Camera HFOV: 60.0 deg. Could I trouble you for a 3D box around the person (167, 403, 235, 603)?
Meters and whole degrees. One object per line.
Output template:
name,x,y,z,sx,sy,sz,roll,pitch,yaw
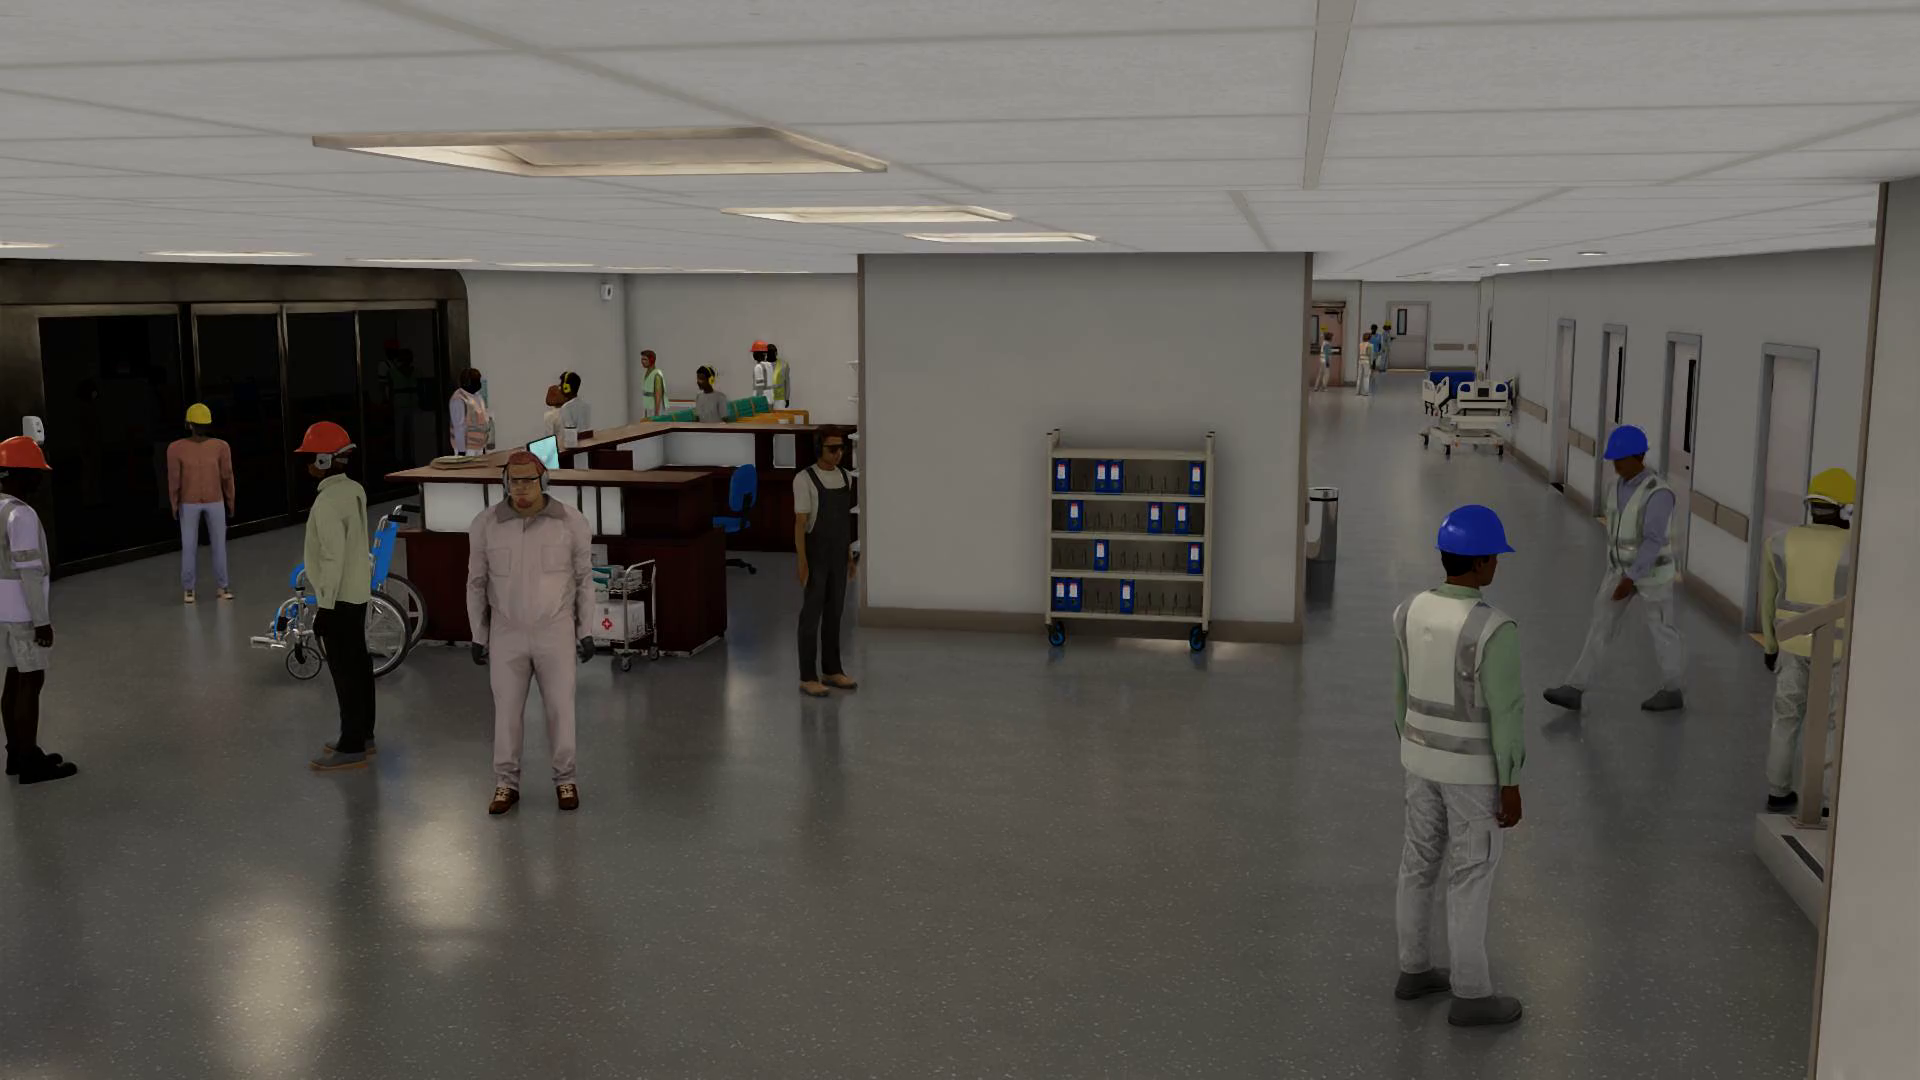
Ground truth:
person,-6.648,-0.328,14.607,0.535,1.759,0.346,-6,10,-33

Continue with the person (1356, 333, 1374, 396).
person,10.464,-4.535,42.945,0.318,1.630,0.514,-5,10,-32

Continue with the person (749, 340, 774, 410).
person,-3.151,-2.194,26.382,0.379,1.937,0.548,2,9,15

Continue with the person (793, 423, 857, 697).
person,-0.910,0.128,11.273,0.328,1.842,0.515,7,11,39

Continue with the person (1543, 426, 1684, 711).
person,4.286,0.206,10.645,1.066,1.874,0.597,-3,9,-21

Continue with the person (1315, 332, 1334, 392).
person,9.755,-4.765,44.542,0.446,1.615,0.553,1,9,9

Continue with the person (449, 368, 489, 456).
person,-5.743,-1.101,19.505,0.431,1.832,0.626,1,9,5

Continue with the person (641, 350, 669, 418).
person,-4.595,-1.940,25.054,0.387,1.837,0.560,-5,10,-30

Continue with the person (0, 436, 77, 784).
person,-5.216,0.386,9.295,0.545,1.929,0.390,8,11,41

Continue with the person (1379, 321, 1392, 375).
person,13.688,-6.162,53.390,0.347,1.733,0.479,5,10,30

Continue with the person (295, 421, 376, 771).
person,-3.566,0.317,9.528,0.379,1.996,0.610,-1,9,-5

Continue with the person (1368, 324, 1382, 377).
person,12.955,-5.961,52.271,0.561,1.664,0.687,1,9,8

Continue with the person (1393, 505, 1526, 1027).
person,1.867,0.836,6.238,0.384,1.948,0.605,-5,10,-28

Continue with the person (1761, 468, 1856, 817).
person,4.450,0.540,8.593,0.403,1.831,0.591,-7,11,-39

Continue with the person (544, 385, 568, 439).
person,-4.670,-0.989,19.384,0.280,1.636,0.500,4,9,25

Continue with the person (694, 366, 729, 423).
person,-3.023,-1.118,19.588,0.573,1.828,0.895,8,11,41

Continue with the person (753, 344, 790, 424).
person,-3.175,-2.395,28.090,0.620,1.835,0.431,-1,9,-7

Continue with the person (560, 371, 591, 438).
person,-4.131,-0.874,17.858,0.309,1.864,0.535,2,9,16

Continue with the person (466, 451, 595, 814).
person,-2.244,0.483,8.719,0.655,1.906,0.407,-1,9,-10
